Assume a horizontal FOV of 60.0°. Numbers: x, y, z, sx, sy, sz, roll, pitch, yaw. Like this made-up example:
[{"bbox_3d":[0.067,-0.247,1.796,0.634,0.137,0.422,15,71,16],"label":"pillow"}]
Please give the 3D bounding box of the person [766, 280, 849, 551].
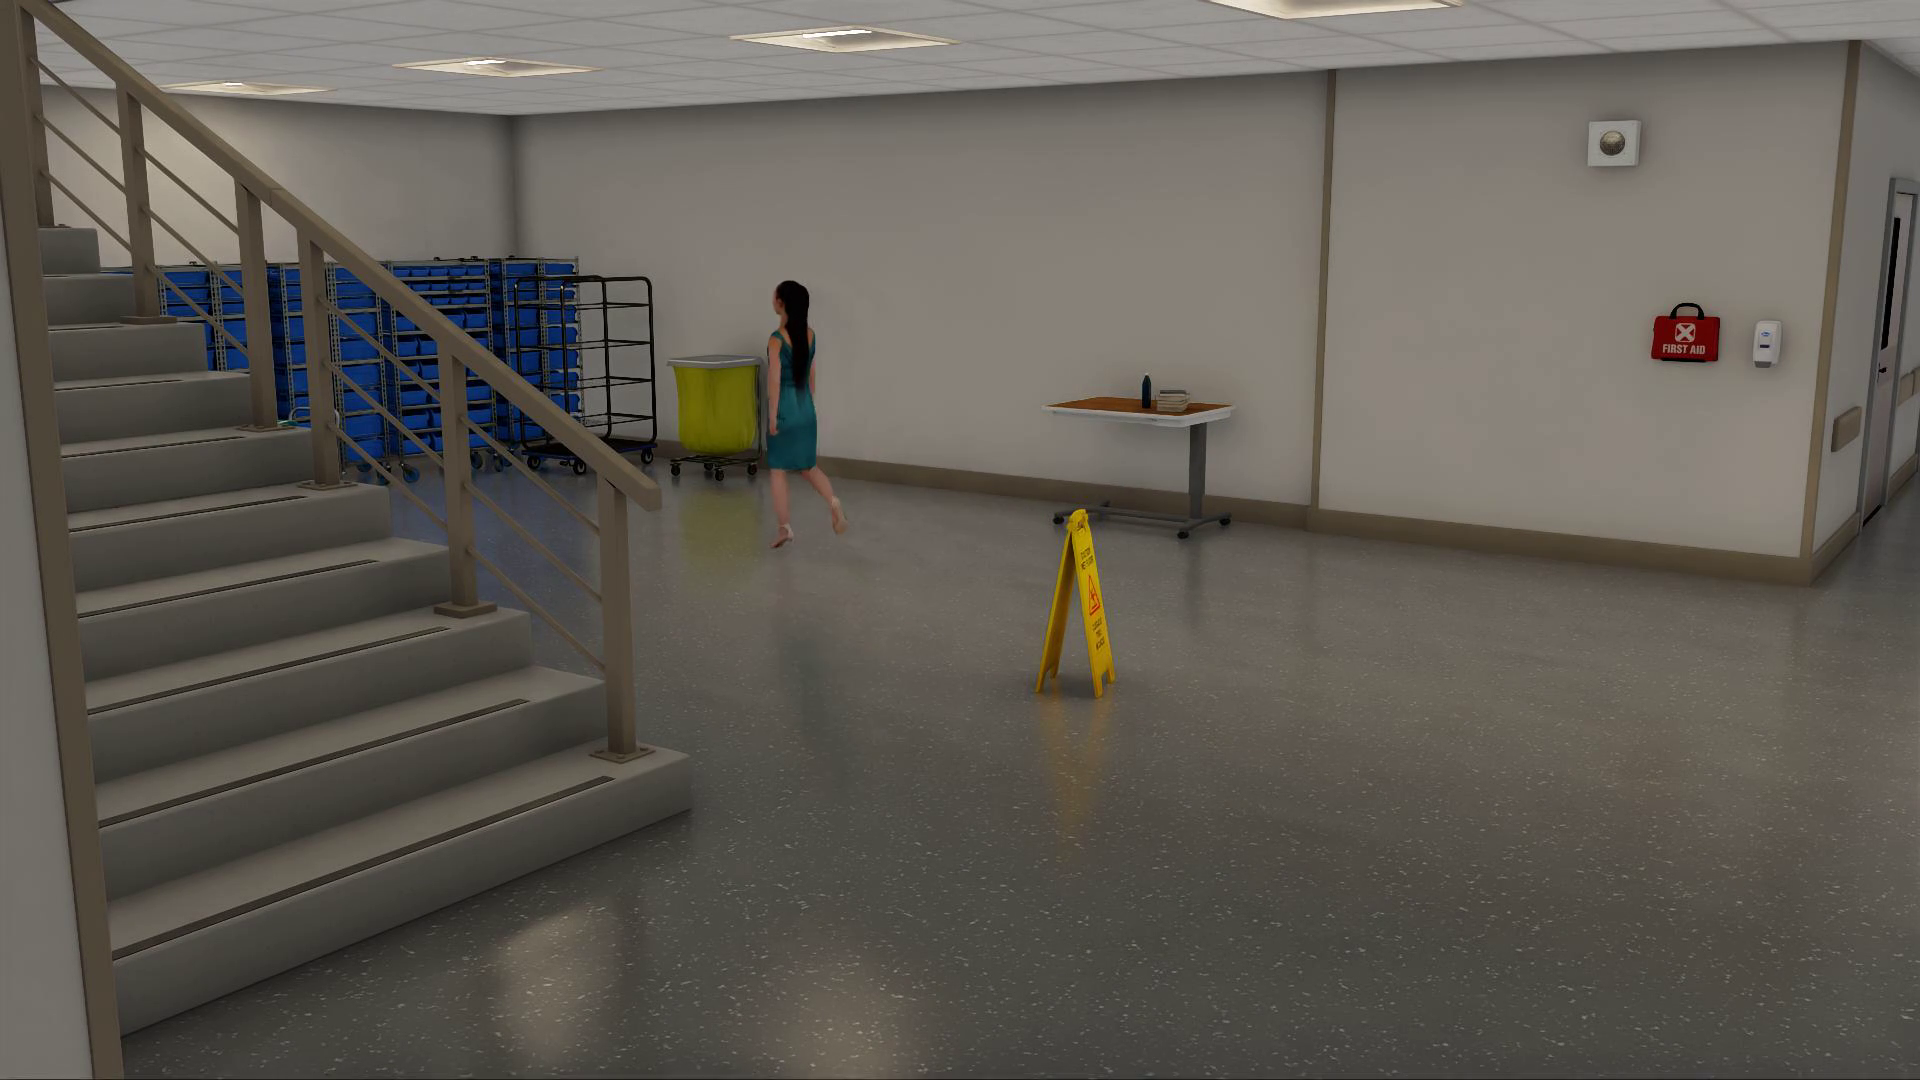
[{"bbox_3d":[-0.964,-0.733,10.180,0.885,1.671,0.621,10,14,41],"label":"person"}]
